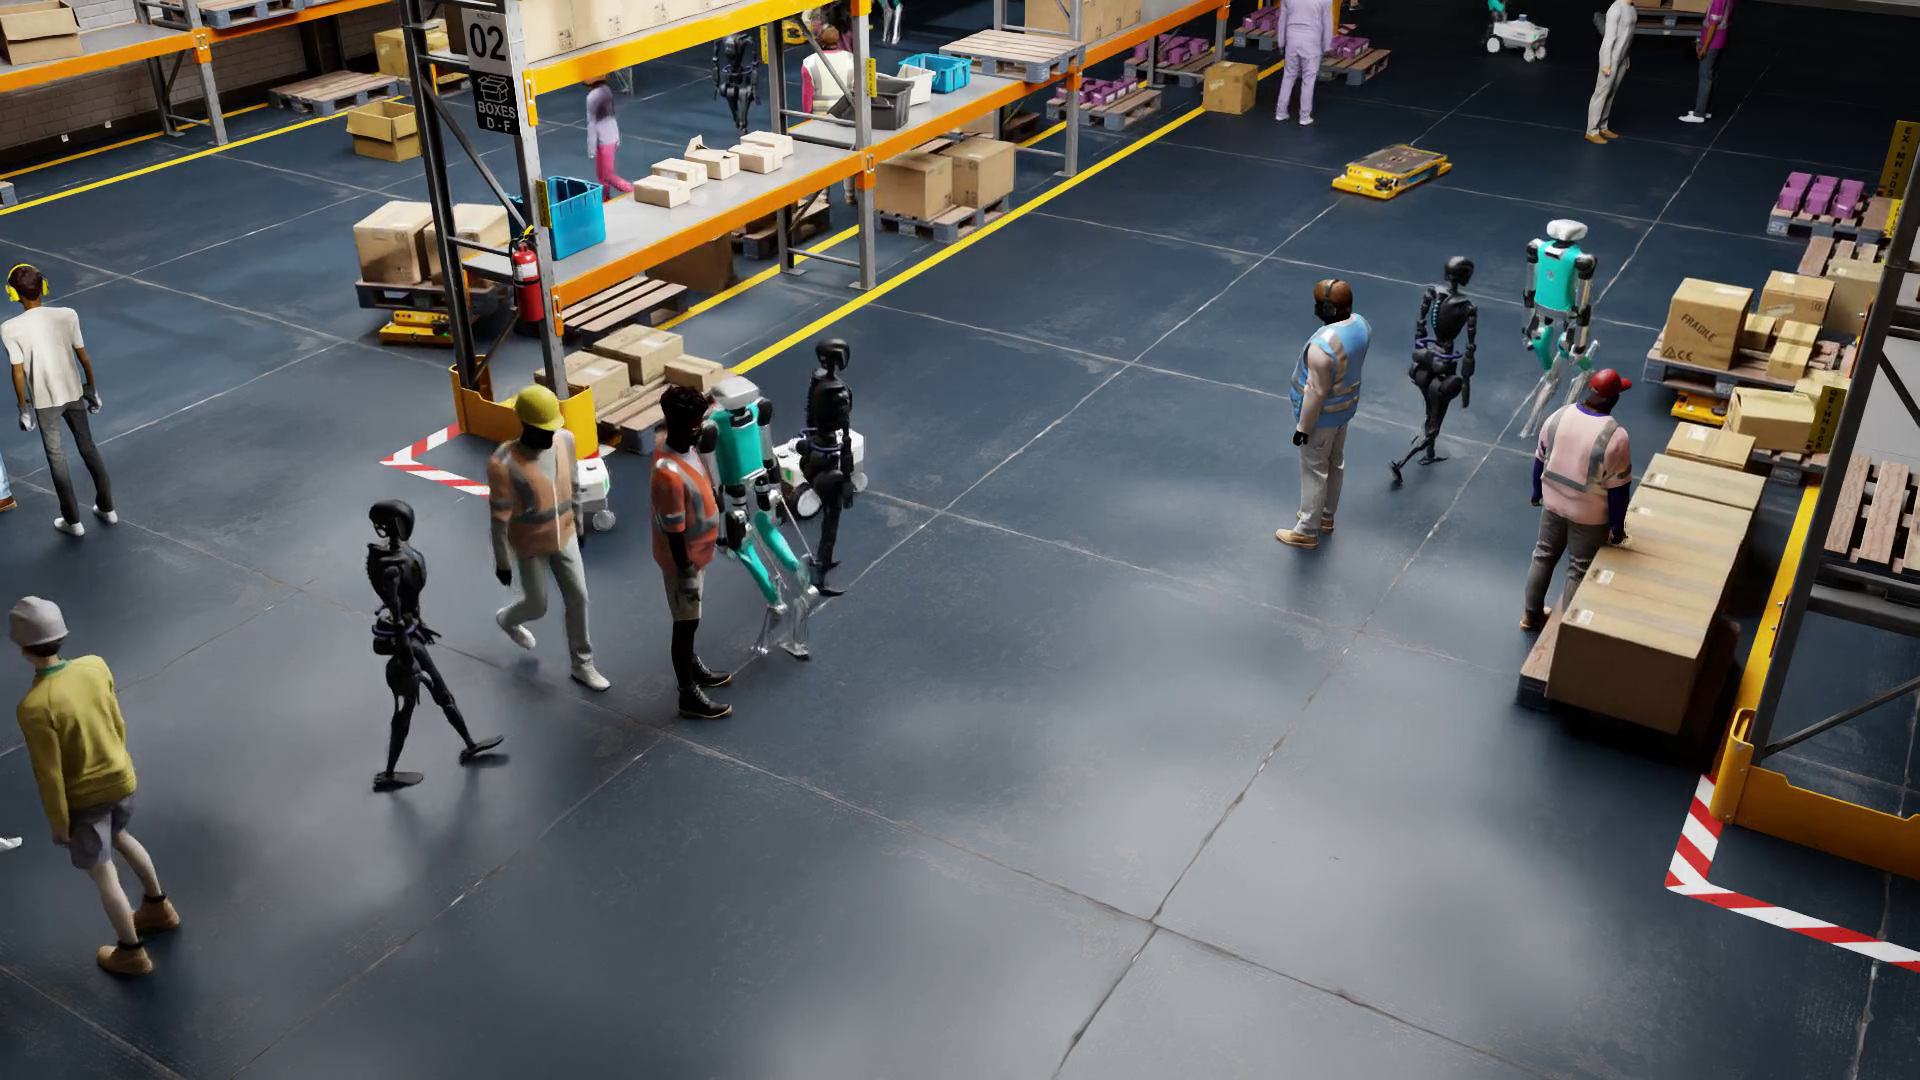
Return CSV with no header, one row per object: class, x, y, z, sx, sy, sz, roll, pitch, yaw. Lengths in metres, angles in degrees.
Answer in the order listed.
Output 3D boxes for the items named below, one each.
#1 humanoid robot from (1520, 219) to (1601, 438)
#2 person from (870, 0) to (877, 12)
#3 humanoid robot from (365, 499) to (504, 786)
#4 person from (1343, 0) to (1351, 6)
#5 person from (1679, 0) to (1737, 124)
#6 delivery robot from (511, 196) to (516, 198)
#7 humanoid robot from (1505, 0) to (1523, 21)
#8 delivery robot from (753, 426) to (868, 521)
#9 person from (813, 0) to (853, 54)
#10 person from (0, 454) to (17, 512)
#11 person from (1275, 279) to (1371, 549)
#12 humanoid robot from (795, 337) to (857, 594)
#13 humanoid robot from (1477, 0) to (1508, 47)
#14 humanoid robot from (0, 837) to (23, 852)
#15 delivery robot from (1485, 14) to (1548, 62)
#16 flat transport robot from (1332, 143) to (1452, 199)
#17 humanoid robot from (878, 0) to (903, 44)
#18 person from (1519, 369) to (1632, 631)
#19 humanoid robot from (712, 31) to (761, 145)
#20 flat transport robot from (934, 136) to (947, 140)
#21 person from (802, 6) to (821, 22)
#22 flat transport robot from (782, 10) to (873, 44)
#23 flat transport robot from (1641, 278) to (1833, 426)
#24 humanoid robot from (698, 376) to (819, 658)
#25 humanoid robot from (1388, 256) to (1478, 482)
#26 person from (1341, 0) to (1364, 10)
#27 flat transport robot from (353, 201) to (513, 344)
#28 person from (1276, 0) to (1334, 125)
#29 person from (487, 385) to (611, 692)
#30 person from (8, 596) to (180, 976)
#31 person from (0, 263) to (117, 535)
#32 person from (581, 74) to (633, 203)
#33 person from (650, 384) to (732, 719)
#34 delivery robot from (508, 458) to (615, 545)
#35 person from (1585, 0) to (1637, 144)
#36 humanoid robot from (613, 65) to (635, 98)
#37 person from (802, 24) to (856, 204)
humanoid robot,4.433,-1.506,12.140,0.779,1.805,0.534,-21,36,-32
person,-1.501,-8.802,24.839,0.648,1.915,0.497,0,29,1
humanoid robot,-2.810,0.538,8.585,0.706,1.629,0.613,-6,30,-11
person,6.043,-9.097,25.538,0.470,1.744,0.751,-8,30,-14
person,8.964,-5.914,19.805,0.325,1.843,0.511,22,36,33
delivery robot,-4.271,-3.005,15.976,0.499,0.604,0.801,4,30,8
humanoid robot,8.033,-8.098,23.843,0.596,1.652,0.326,1,30,3
delivery robot,-1.019,-0.533,11.563,0.738,0.563,0.499,-24,37,-36
person,-1.331,-5.238,18.562,0.573,1.888,0.900,-5,30,-9
person,-6.777,-1.109,11.150,0.374,1.997,0.614,-20,35,-31
person,2.347,-0.820,10.800,0.429,1.840,0.623,21,35,32
humanoid robot,-0.876,-0.486,10.376,0.435,1.634,0.596,-15,33,-25
humanoid robot,7.400,-7.612,22.939,0.550,1.799,0.807,-23,37,-34
humanoid robot,-5.139,0.892,7.904,0.912,1.795,0.545,-11,31,-19
delivery robot,7.696,-6.934,22.906,0.499,0.583,0.775,-22,36,-34
flat transport robot,4.695,-3.999,18.016,0.659,0.231,1.431,24,37,36
humanoid robot,-1.055,-7.838,23.407,0.544,1.872,0.756,19,35,30
person,3.639,-0.194,9.776,0.420,1.751,0.625,-20,35,-32
humanoid robot,-2.479,-5.098,18.574,0.589,1.628,0.770,9,31,16
flat transport robot,-0.692,-4.889,19.590,1.431,0.231,0.659,19,35,30
person,-2.202,-8.095,23.796,0.762,1.713,0.590,-25,38,-37
flat transport robot,-2.021,-7.422,24.070,1.431,0.231,0.659,-22,36,-34
flat transport robot,6.100,-1.231,13.120,0.659,0.231,1.431,17,34,27
humanoid robot,-1.091,-0.045,9.522,0.682,1.786,0.537,22,36,34
humanoid robot,3.308,-1.215,11.685,0.682,1.636,0.595,-15,33,-25
person,6.006,-8.999,25.351,0.560,1.751,0.323,24,38,36
flat transport robot,-4.482,-2.084,14.629,0.659,0.231,1.431,5,30,8
person,4.081,-5.860,19.673,0.665,1.897,0.398,20,35,31
person,-2.402,-0.041,9.370,0.775,1.887,0.617,21,35,32
person,-3.849,1.101,7.368,0.438,1.871,0.493,9,31,15
person,-5.953,-0.921,10.964,0.346,1.856,0.521,21,36,32
person,-3.477,-3.983,16.635,0.704,1.601,0.510,4,30,7
person,-1.490,0.061,9.118,0.371,1.959,0.600,-2,30,-3
delivery robot,-2.731,-0.307,11.178,0.767,0.579,0.499,-11,31,-18
person,7.525,-5.536,19.083,0.359,1.897,0.569,25,38,37
humanoid robot,-4.235,-6.394,20.878,0.546,1.885,0.755,16,33,26
person,-1.306,-4.336,17.012,0.632,1.846,0.429,-9,31,-15
